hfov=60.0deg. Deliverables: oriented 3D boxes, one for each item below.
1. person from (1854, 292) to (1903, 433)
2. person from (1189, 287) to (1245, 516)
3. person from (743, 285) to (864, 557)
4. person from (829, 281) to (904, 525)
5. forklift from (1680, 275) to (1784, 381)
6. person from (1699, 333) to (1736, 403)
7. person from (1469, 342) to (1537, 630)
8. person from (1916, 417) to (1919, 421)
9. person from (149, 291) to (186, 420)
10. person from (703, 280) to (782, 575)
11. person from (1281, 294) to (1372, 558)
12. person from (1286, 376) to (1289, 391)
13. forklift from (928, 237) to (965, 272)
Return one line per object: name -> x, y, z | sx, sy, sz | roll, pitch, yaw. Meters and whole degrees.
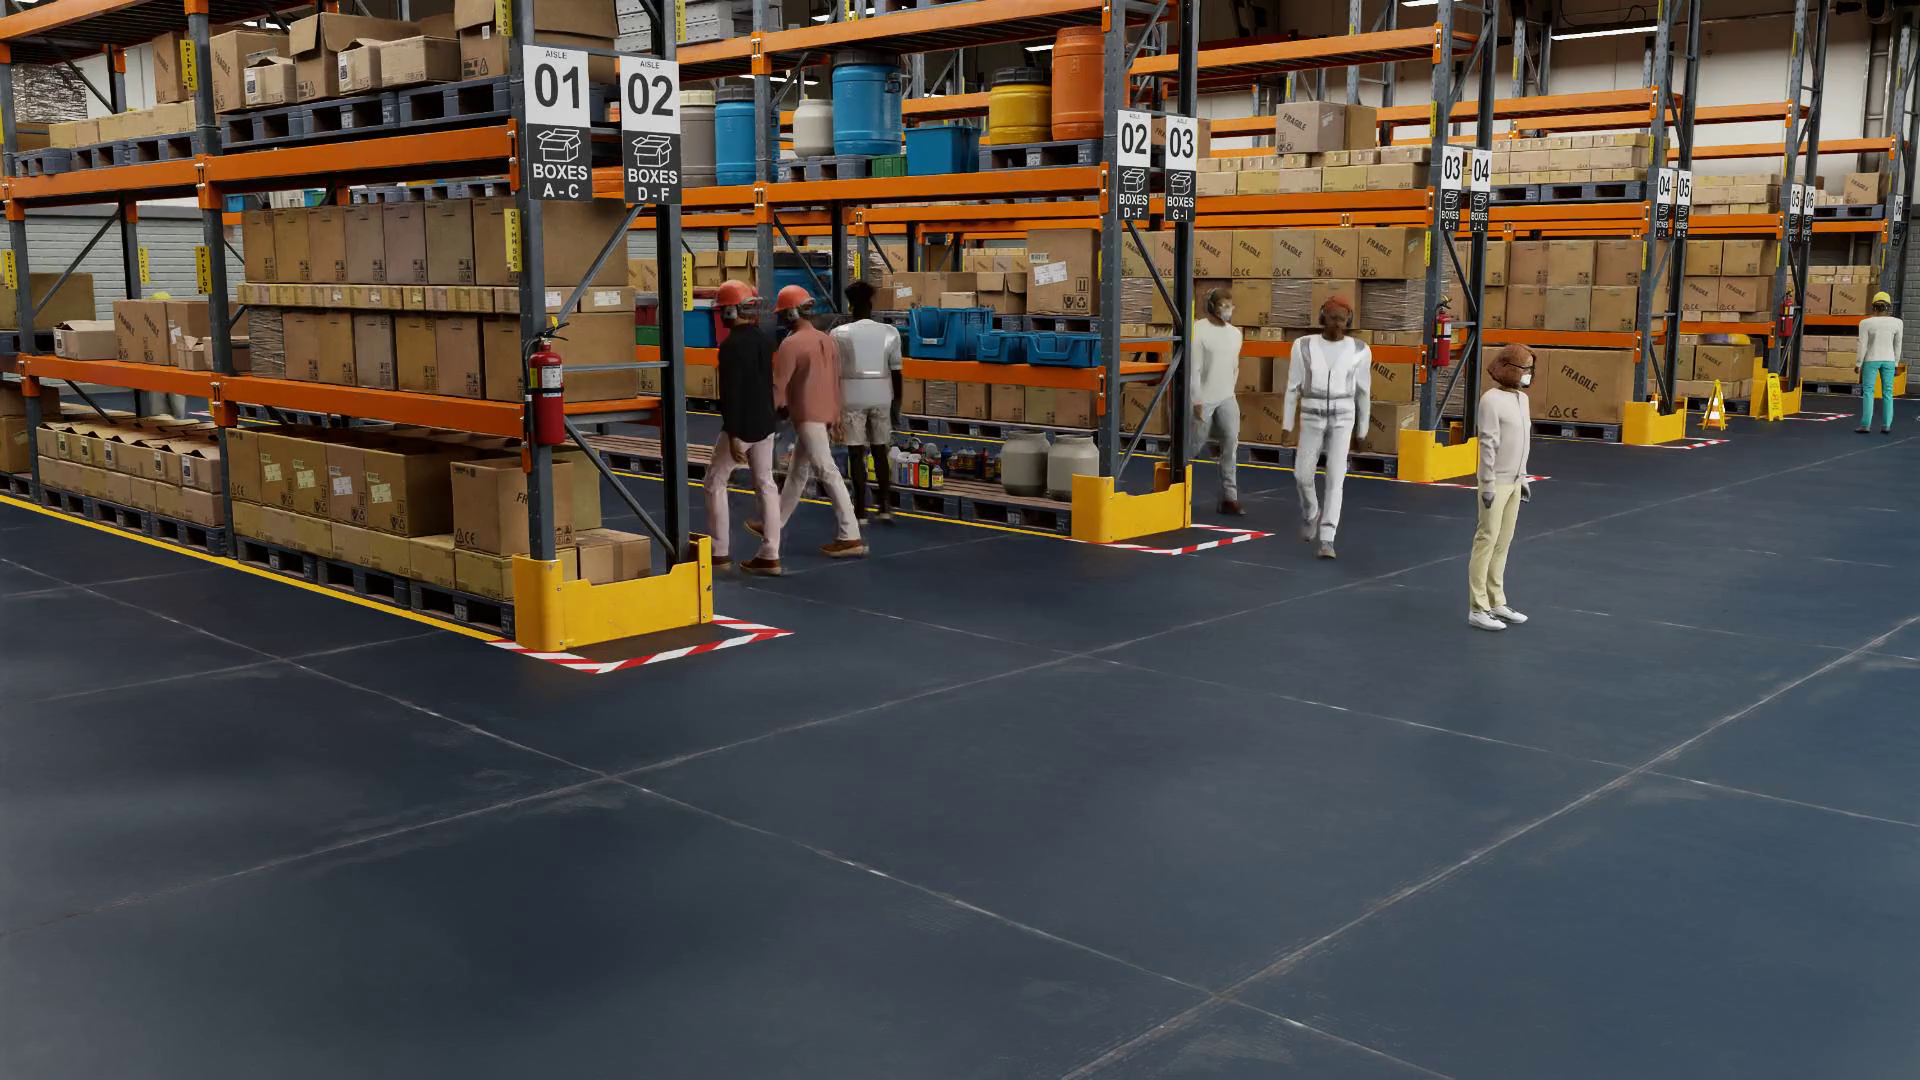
person -> 11.488, -2.217, 20.827 | 0.525, 1.765, 0.329 | 1, 9, 8
person -> 2.104, -1.200, 14.171 | 0.621, 1.914, 0.926 | -5, 10, -27
person -> -1.151, -0.861, 11.985 | 1.047, 1.923, 0.635 | 4, 10, 21
person -> -0.795, -1.105, 13.435 | 0.644, 1.942, 0.481 | -4, 10, -21
forklift -> 12.480, -3.427, 27.053 | 1.214, 2.155, 2.313 | 9, 13, 43
person -> 11.583, -3.029, 25.494 | 1.061, 1.881, 0.674 | 7, 12, 38
person -> 3.129, -0.316, 9.564 | 0.281, 1.633, 0.499 | 9, 13, 42
person -> 13.105, -2.404, 22.135 | 0.495, 1.713, 0.837 | -2, 9, -10
person -> -8.536, -1.748, 17.788 | 0.676, 1.817, 0.602 | 8, 12, 41
person -> -1.534, -0.755, 11.210 | 0.766, 1.964, 0.630 | 5, 10, 28
person -> 2.635, -0.828, 11.962 | 0.621, 1.871, 0.604 | 2, 9, 11
person -> 4.374, -2.270, 20.781 | 0.807, 1.896, 0.619 | 6, 11, 33
forklift -> -0.326, -5.817, 39.609 | 1.129, 2.768, 1.873 | 9, 13, 43
